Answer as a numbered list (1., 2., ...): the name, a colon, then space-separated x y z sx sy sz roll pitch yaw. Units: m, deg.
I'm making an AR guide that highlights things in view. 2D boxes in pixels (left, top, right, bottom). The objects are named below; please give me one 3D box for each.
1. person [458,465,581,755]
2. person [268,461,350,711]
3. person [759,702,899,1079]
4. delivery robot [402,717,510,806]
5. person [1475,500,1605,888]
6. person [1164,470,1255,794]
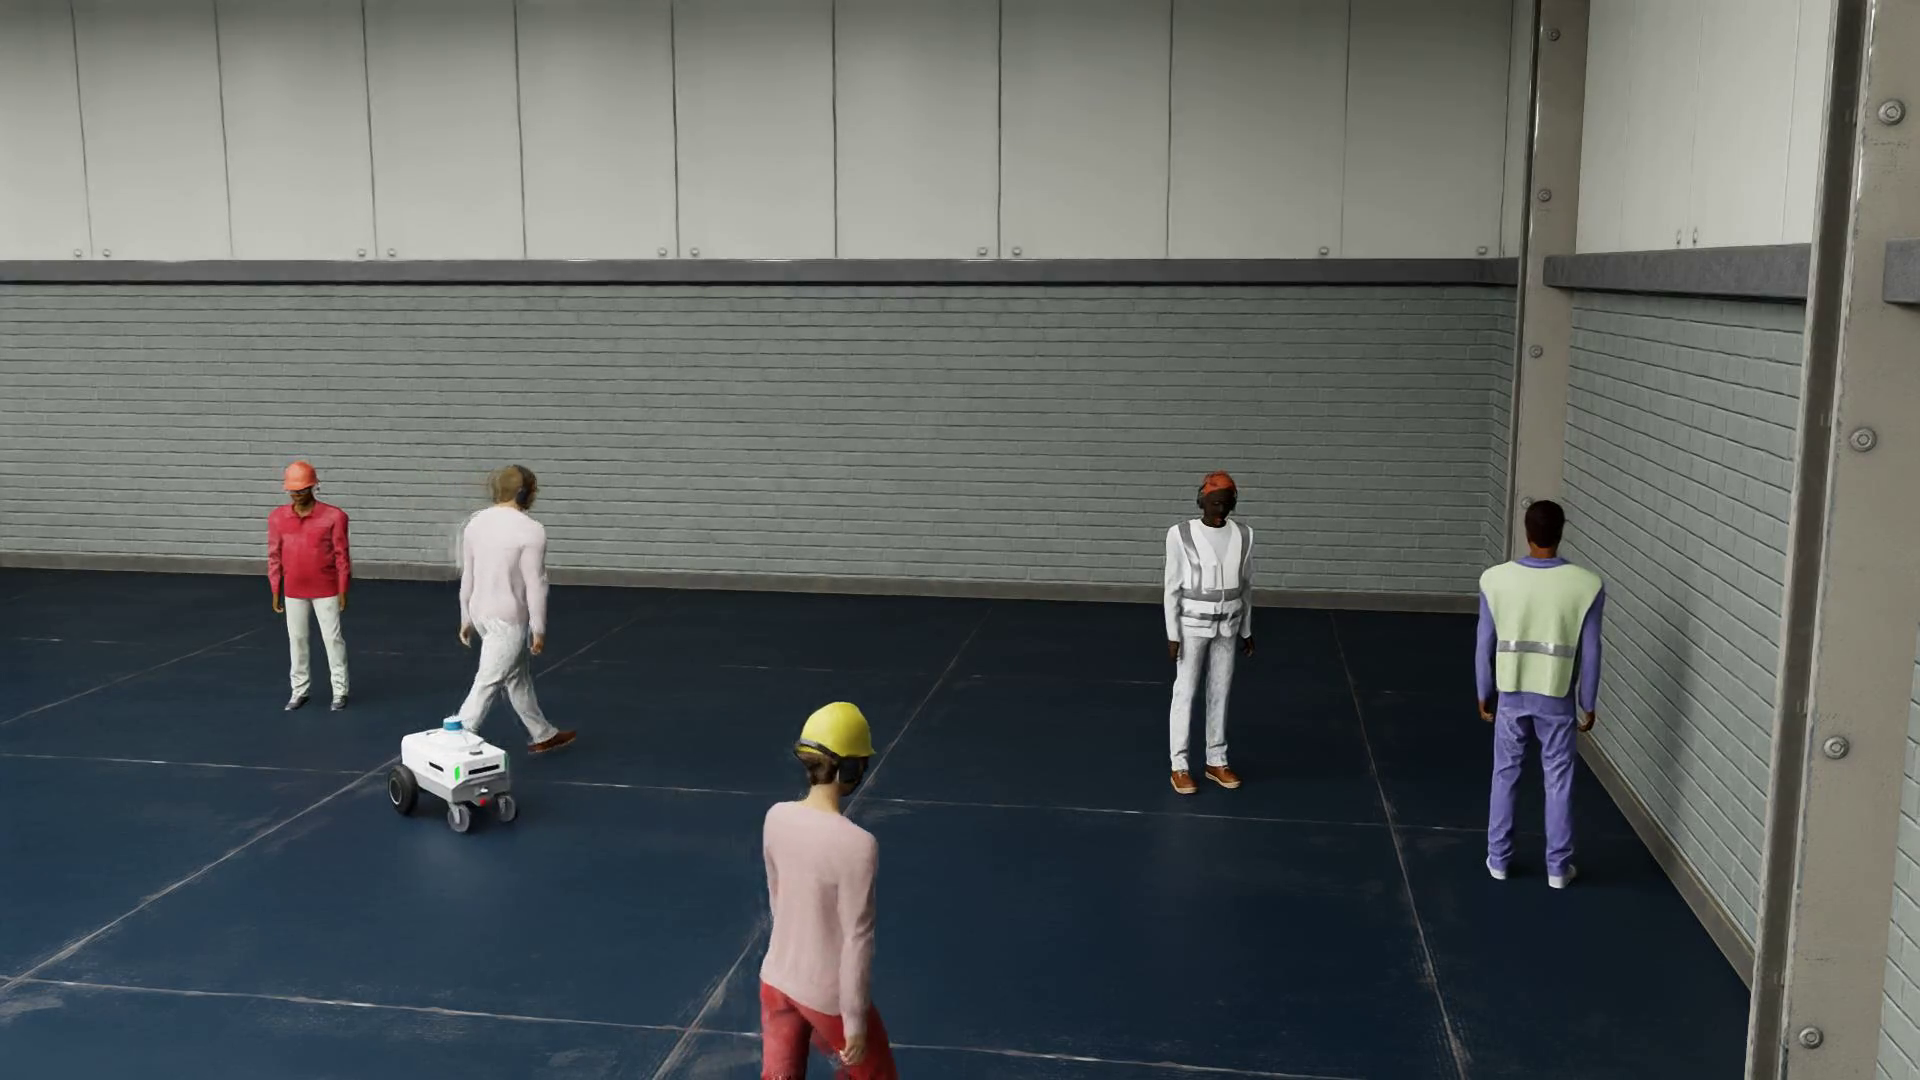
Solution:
1. person: -2.780 0.489 10.039 0.640 1.876 1.093 7 11 37
2. person: -4.478 0.323 11.435 0.560 1.742 0.354 0 9 0
3. person: -0.346 1.347 5.124 0.835 1.720 0.543 -9 13 -44
4. delivery robot: -2.799 1.226 9.218 0.477 0.478 0.707 -8 13 -42
5. person: 2.850 0.758 8.234 0.593 1.911 0.388 5 10 26
6. person: 1.455 0.530 9.706 0.572 1.887 0.355 -3 10 -20
